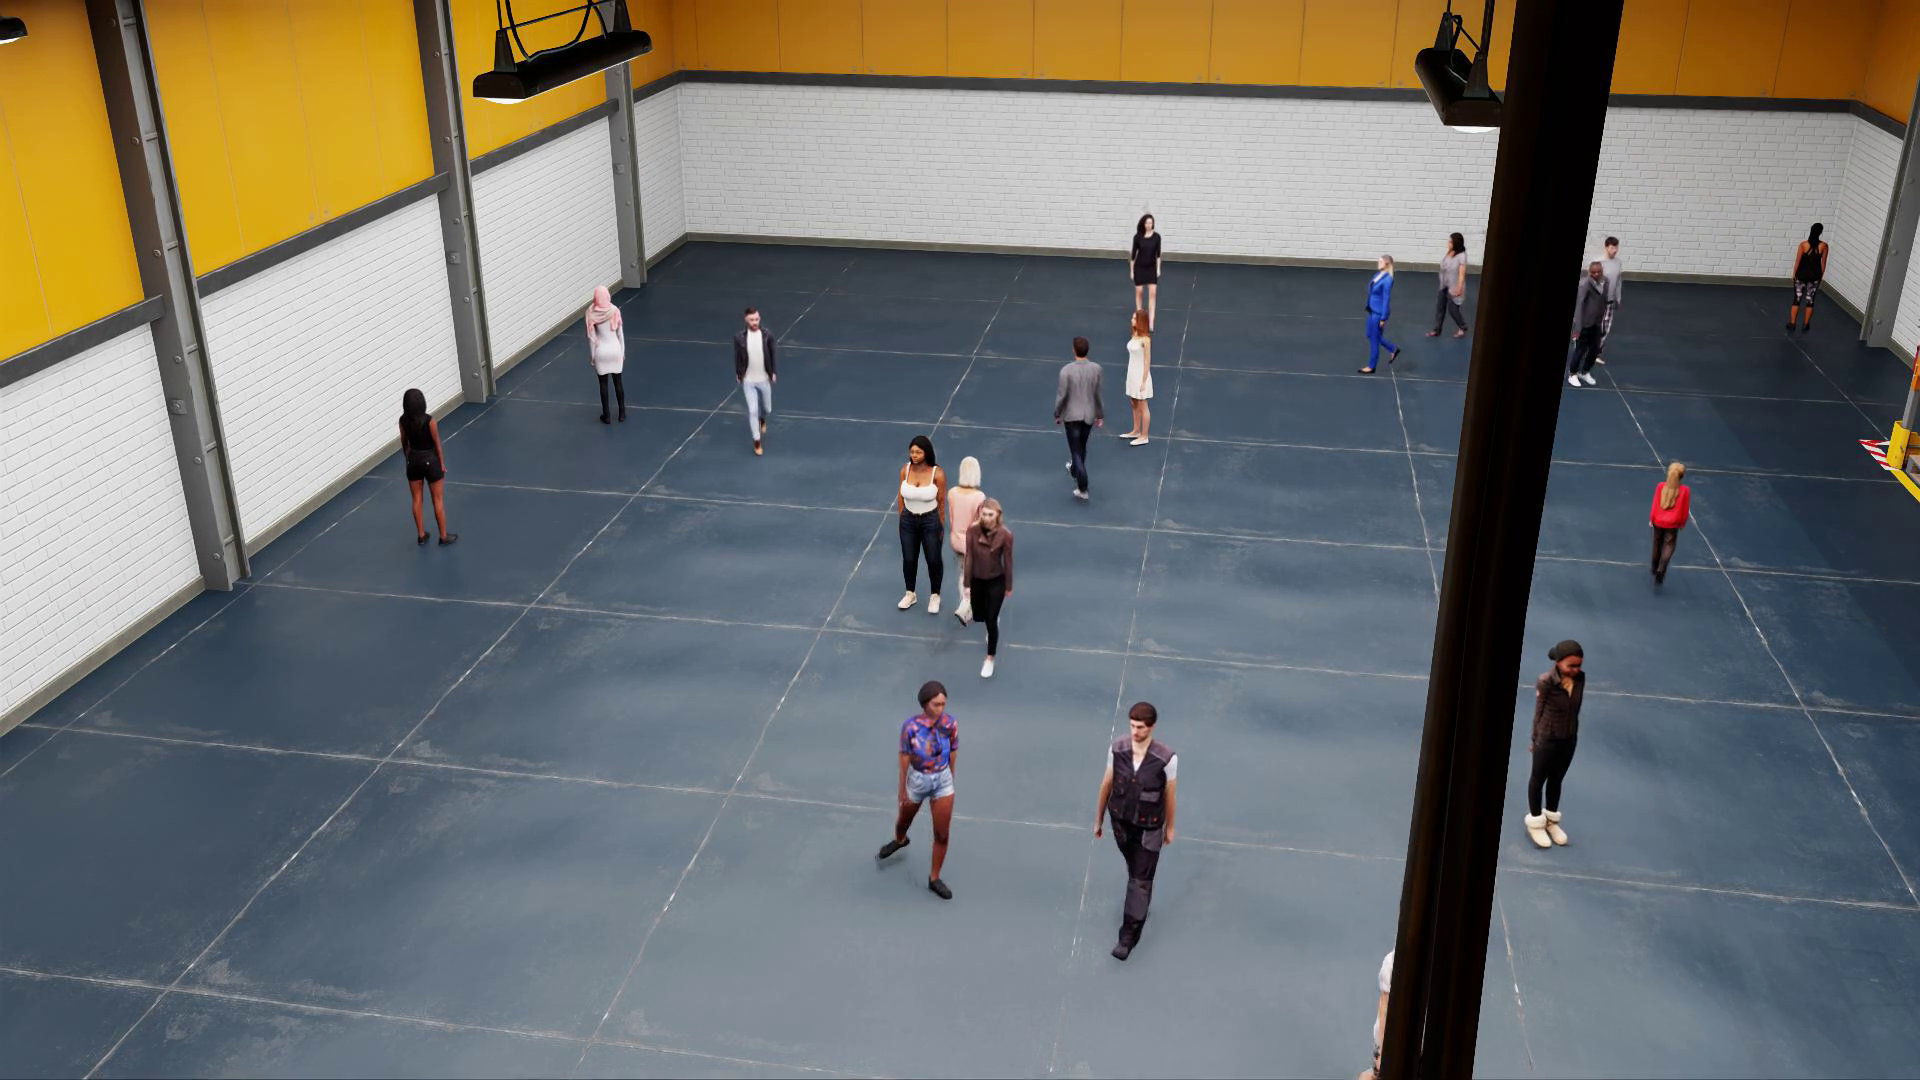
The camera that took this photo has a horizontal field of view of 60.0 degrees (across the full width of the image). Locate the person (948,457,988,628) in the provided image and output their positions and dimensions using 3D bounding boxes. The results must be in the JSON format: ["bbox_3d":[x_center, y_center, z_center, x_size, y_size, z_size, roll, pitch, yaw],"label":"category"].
[{"bbox_3d":[0.050,0.064,15.855,0.757,1.705,0.927,12,26,26],"label":"person"}]

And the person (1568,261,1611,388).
[{"bbox_3d":[8.536,-2.950,22.666,0.864,1.773,0.854,-13,27,-27],"label":"person"}]

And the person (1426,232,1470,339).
[{"bbox_3d":[7.409,-3.800,24.828,0.916,1.598,0.925,-8,25,-17],"label":"person"}]

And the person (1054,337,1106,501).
[{"bbox_3d":[1.387,-1.354,18.944,1.086,1.828,1.321,-8,25,-17],"label":"person"}]

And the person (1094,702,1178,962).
[{"bbox_3d":[1.268,1.902,11.513,0.901,1.814,1.179,13,27,27],"label":"person"}]

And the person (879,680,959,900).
[{"bbox_3d":[-0.262,1.749,11.984,0.901,1.717,1.054,-4,24,-9],"label":"person"}]

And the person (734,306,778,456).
[{"bbox_3d":[-2.515,-2.000,20.434,0.902,1.818,1.086,-5,24,-12],"label":"person"}]

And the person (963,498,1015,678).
[{"bbox_3d":[0.271,0.367,15.191,0.684,1.682,0.999,7,25,15],"label":"person"}]

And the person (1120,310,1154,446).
[{"bbox_3d":[2.225,-2.027,20.631,0.704,1.710,0.605,-8,25,-18],"label":"person"}]

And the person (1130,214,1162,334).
[{"bbox_3d":[2.797,-4.058,25.190,0.719,1.779,0.963,0,24,1],"label":"person"}]

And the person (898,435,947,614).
[{"bbox_3d":[-0.373,-0.168,16.254,0.664,1.810,0.635,7,25,16],"label":"person"}]

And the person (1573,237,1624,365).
[{"bbox_3d":[9.095,-3.438,23.708,0.862,1.830,0.935,-10,26,-22],"label":"person"}]

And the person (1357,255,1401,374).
[{"bbox_3d":[5.933,-3.152,23.231,0.821,1.689,0.872,-2,24,-5],"label":"person"}]

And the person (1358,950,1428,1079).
[{"bbox_3d":[2.535,2.780,9.555,1.029,1.773,1.255,-7,25,-15],"label":"person"}]

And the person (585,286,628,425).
[{"bbox_3d":[-4.519,-2.384,21.331,0.739,1.804,0.767,-9,25,-20],"label":"person"}]

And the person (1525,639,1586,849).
[{"bbox_3d":[4.501,1.508,12.603,0.688,1.663,0.748,-4,24,-9],"label":"person"}]

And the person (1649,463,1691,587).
[{"bbox_3d":[7.184,-0.158,16.911,0.694,1.266,0.899,14,27,29],"label":"person"}]

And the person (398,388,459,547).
[{"bbox_3d":[-5.719,-0.781,17.741,0.591,1.741,0.490,4,24,10],"label":"person"}]

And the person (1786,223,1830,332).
[{"bbox_3d":[12.873,-4.012,25.237,0.609,1.659,0.552,8,25,17],"label":"person"}]
